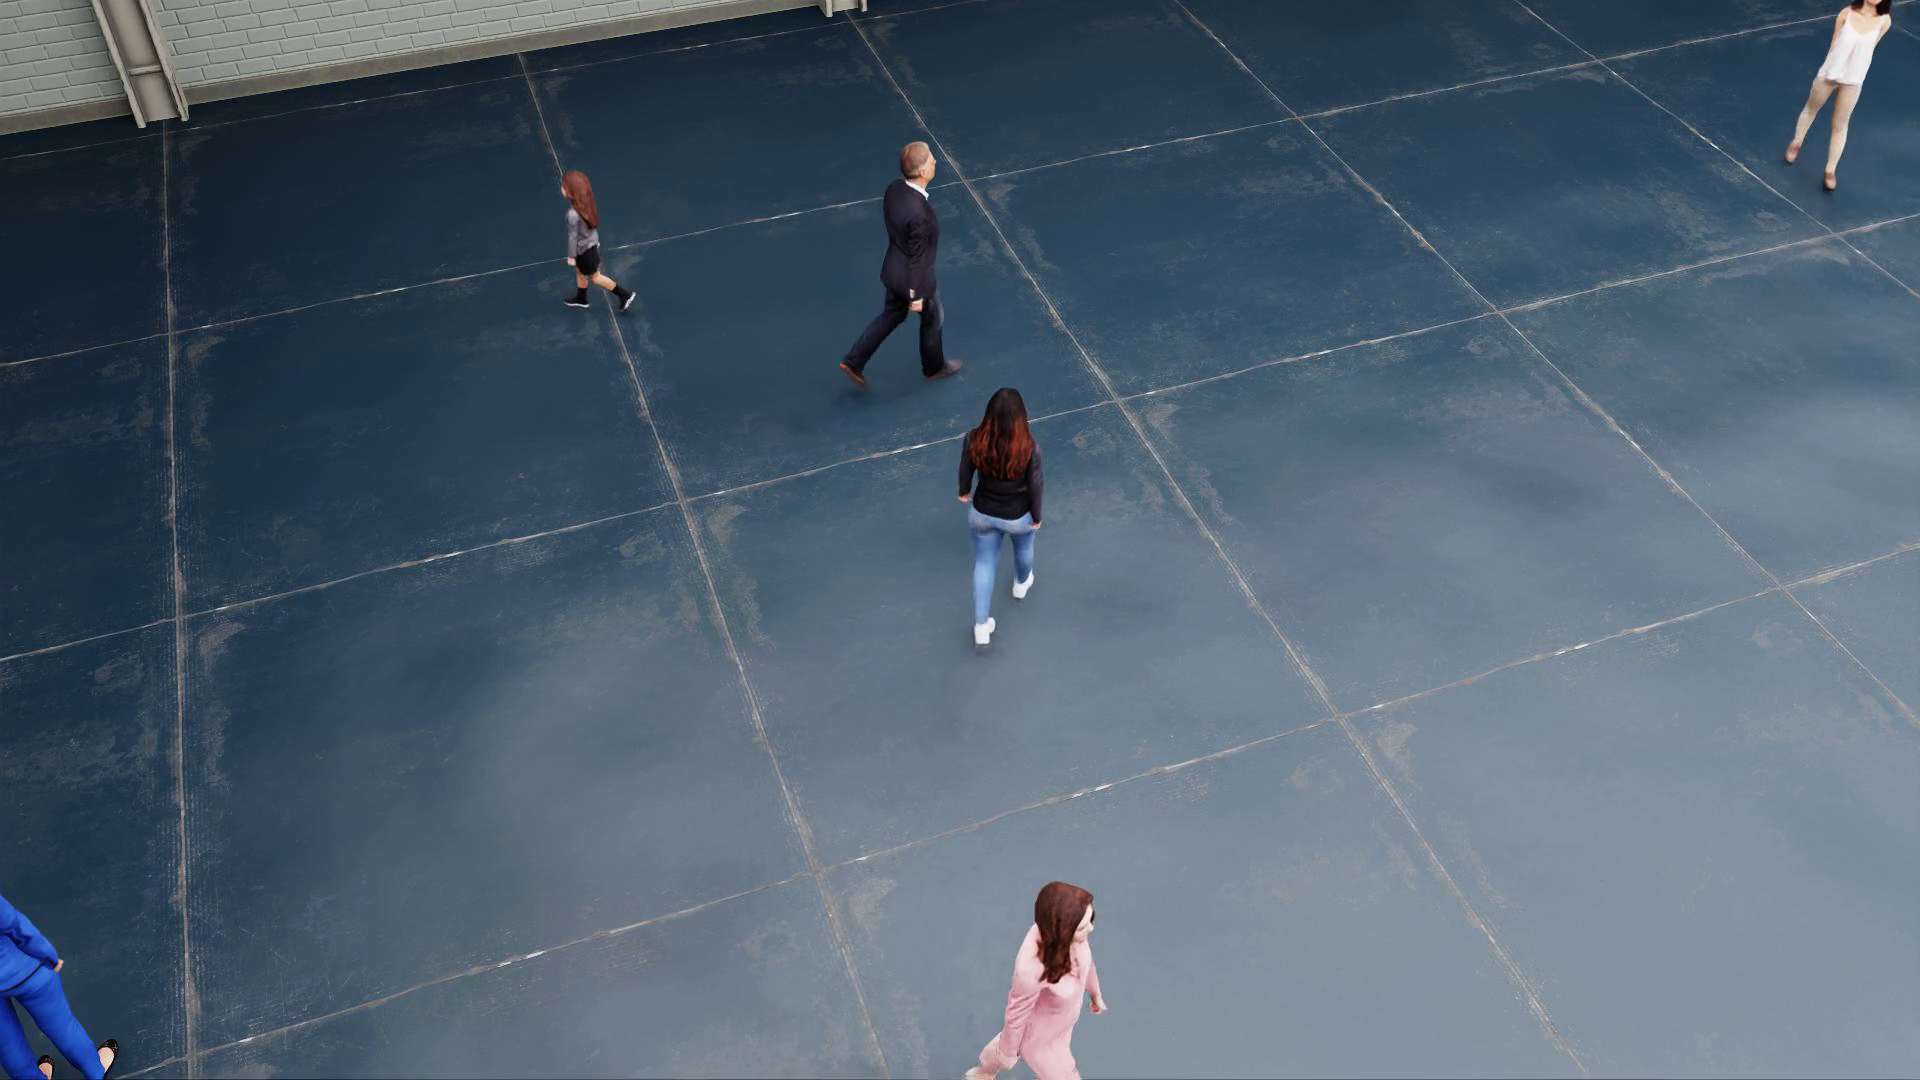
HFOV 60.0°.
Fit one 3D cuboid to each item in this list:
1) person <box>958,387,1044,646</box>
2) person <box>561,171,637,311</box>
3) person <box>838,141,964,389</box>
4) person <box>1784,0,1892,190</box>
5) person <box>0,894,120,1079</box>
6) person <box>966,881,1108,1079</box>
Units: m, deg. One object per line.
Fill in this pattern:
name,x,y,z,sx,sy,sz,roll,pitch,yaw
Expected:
person,0.208,-0.114,9.150,1.027,1.619,1.016,10,44,10
person,-2.573,-2.062,11.622,0.832,1.092,0.654,2,43,2
person,-0.404,-1.711,10.737,1.134,1.787,0.756,-19,46,-19
person,6.764,-3.506,12.762,0.876,1.646,0.878,23,48,23
person,-4.043,1.843,6.995,0.508,1.700,0.696,-9,44,-10
person,0.265,1.943,6.849,1.162,1.754,1.141,21,47,21
